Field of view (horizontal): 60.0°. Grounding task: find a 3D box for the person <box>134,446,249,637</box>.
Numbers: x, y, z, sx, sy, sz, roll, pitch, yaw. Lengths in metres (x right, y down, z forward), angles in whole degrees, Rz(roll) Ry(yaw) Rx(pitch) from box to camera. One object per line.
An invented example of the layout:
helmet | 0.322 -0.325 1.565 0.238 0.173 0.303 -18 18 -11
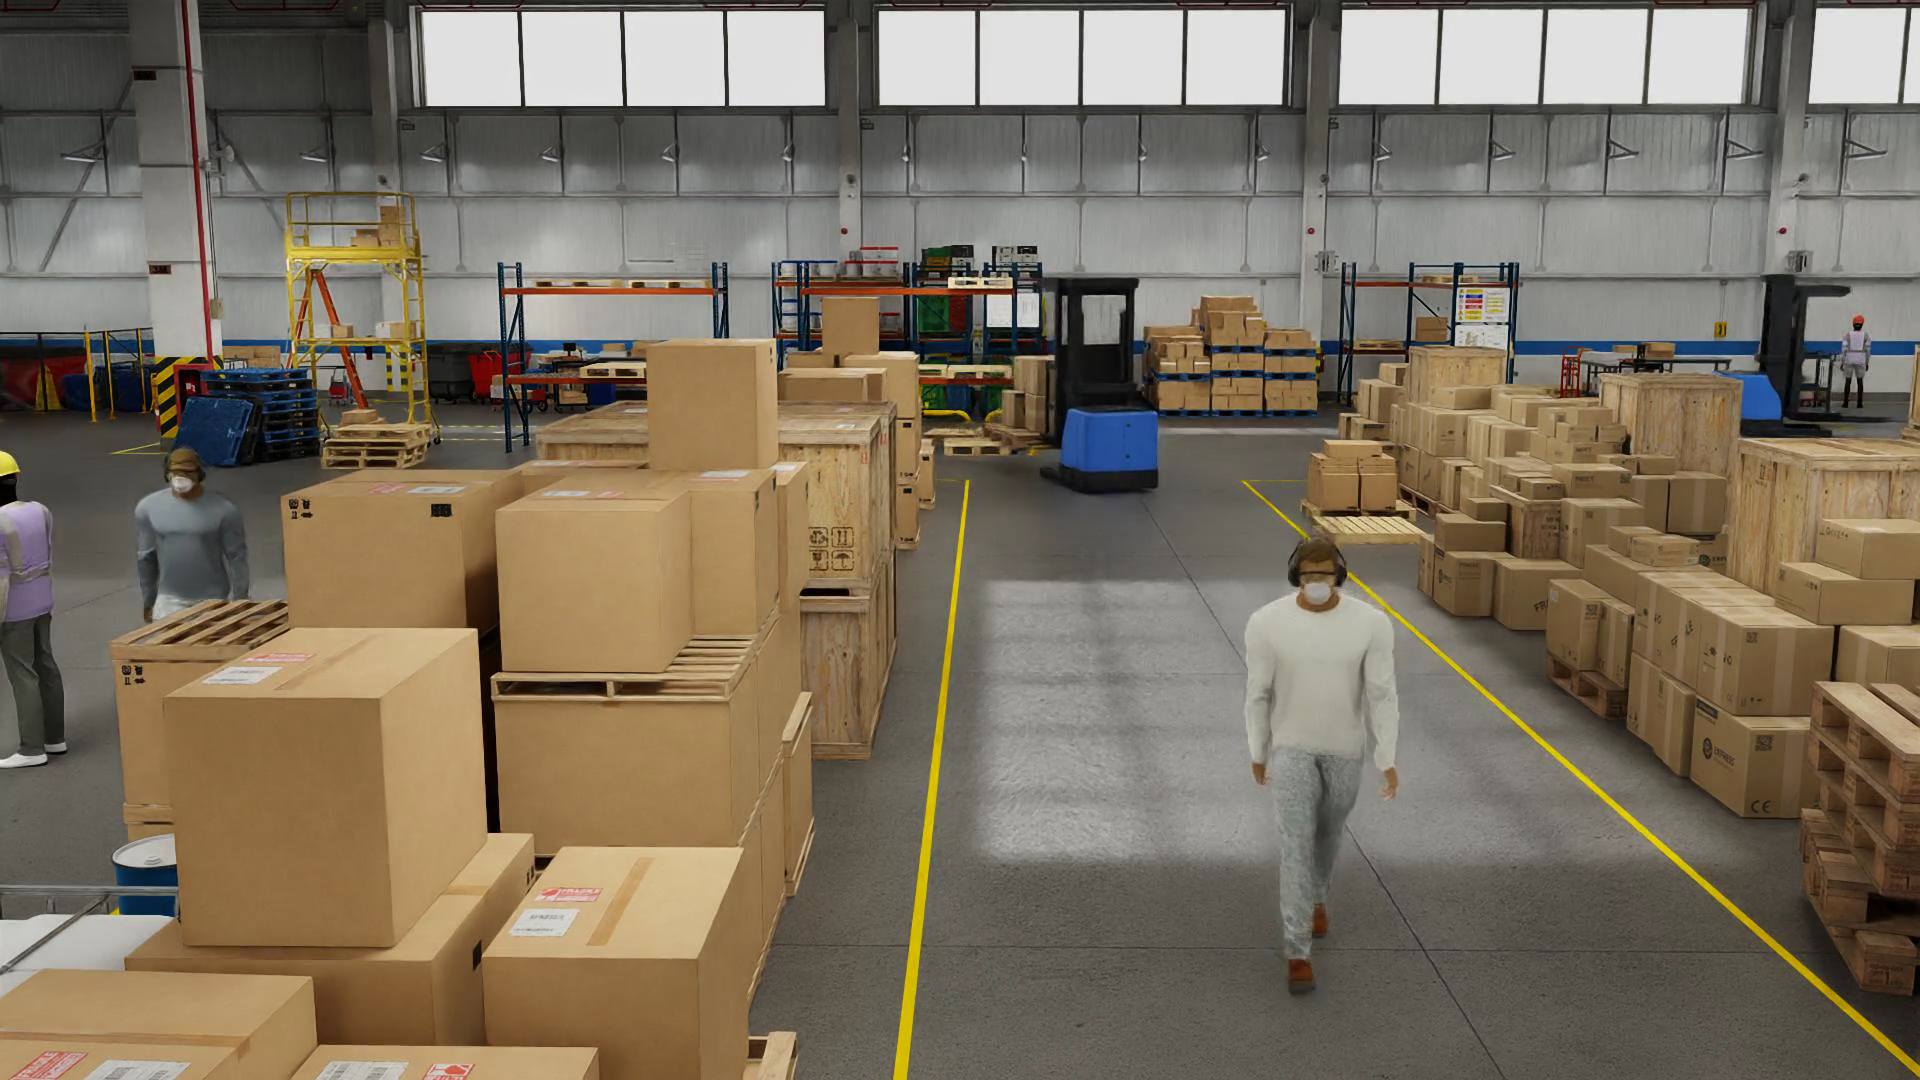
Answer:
person | -4.702 0.391 10.170 0.659 1.909 0.845 -2 10 -13

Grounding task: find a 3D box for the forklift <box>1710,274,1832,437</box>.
forklift | 14.240 -3.258 29.148 1.873 2.768 1.129 3 10 15

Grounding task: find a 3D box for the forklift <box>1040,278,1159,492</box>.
forklift | 1.903 -2.134 22.419 1.129 2.768 1.873 -2 10 -14

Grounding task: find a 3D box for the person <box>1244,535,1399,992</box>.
person | 1.542 0.911 7.173 0.644 1.893 1.017 1 10 6

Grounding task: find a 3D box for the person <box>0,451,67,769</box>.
person | -5.680 0.418 10.013 0.381 1.917 0.584 0 9 2

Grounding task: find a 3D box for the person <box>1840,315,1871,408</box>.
person | 18.686 -3.718 34.719 0.542 1.939 0.364 4 10 25
